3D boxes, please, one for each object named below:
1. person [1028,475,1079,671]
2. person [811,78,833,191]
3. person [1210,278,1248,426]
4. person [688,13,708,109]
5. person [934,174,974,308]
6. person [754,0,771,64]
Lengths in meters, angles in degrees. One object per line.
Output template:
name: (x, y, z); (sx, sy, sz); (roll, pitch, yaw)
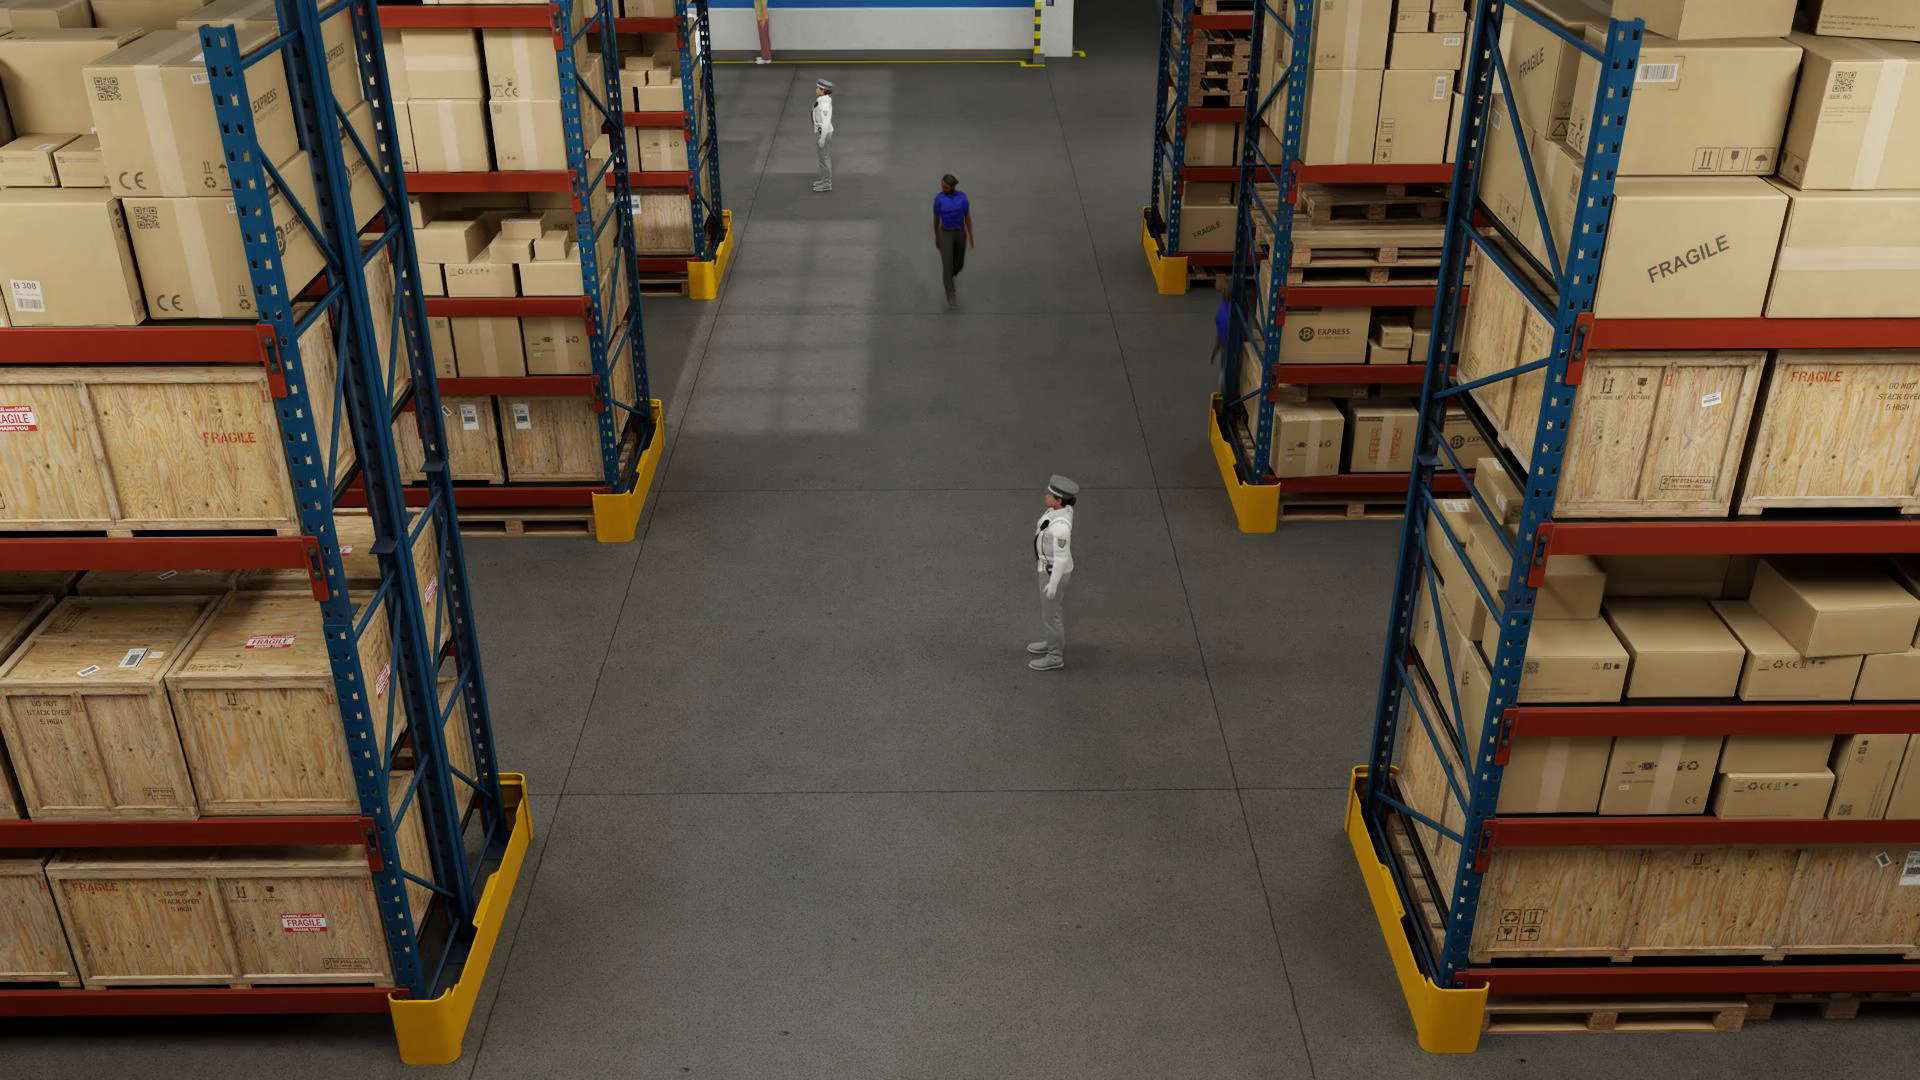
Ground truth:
person: (0.754, 0.251, 13.520); (0.378, 1.690, 0.465); (1, 28, 2)
person: (-2.113, -6.254, 25.621); (0.375, 1.690, 0.466); (-1, 28, -2)
person: (2.884, -1.950, 17.632); (0.442, 1.642, 0.592); (-11, 30, -20)
person: (-4.783, -8.479, 29.684); (0.591, 1.793, 0.401); (13, 31, 23)
person: (-0.083, -3.870, 21.219); (0.478, 1.635, 0.850); (-8, 29, -15)
person: (-3.978, -10.466, 33.473); (0.367, 1.672, 0.430); (-2, 28, -3)
